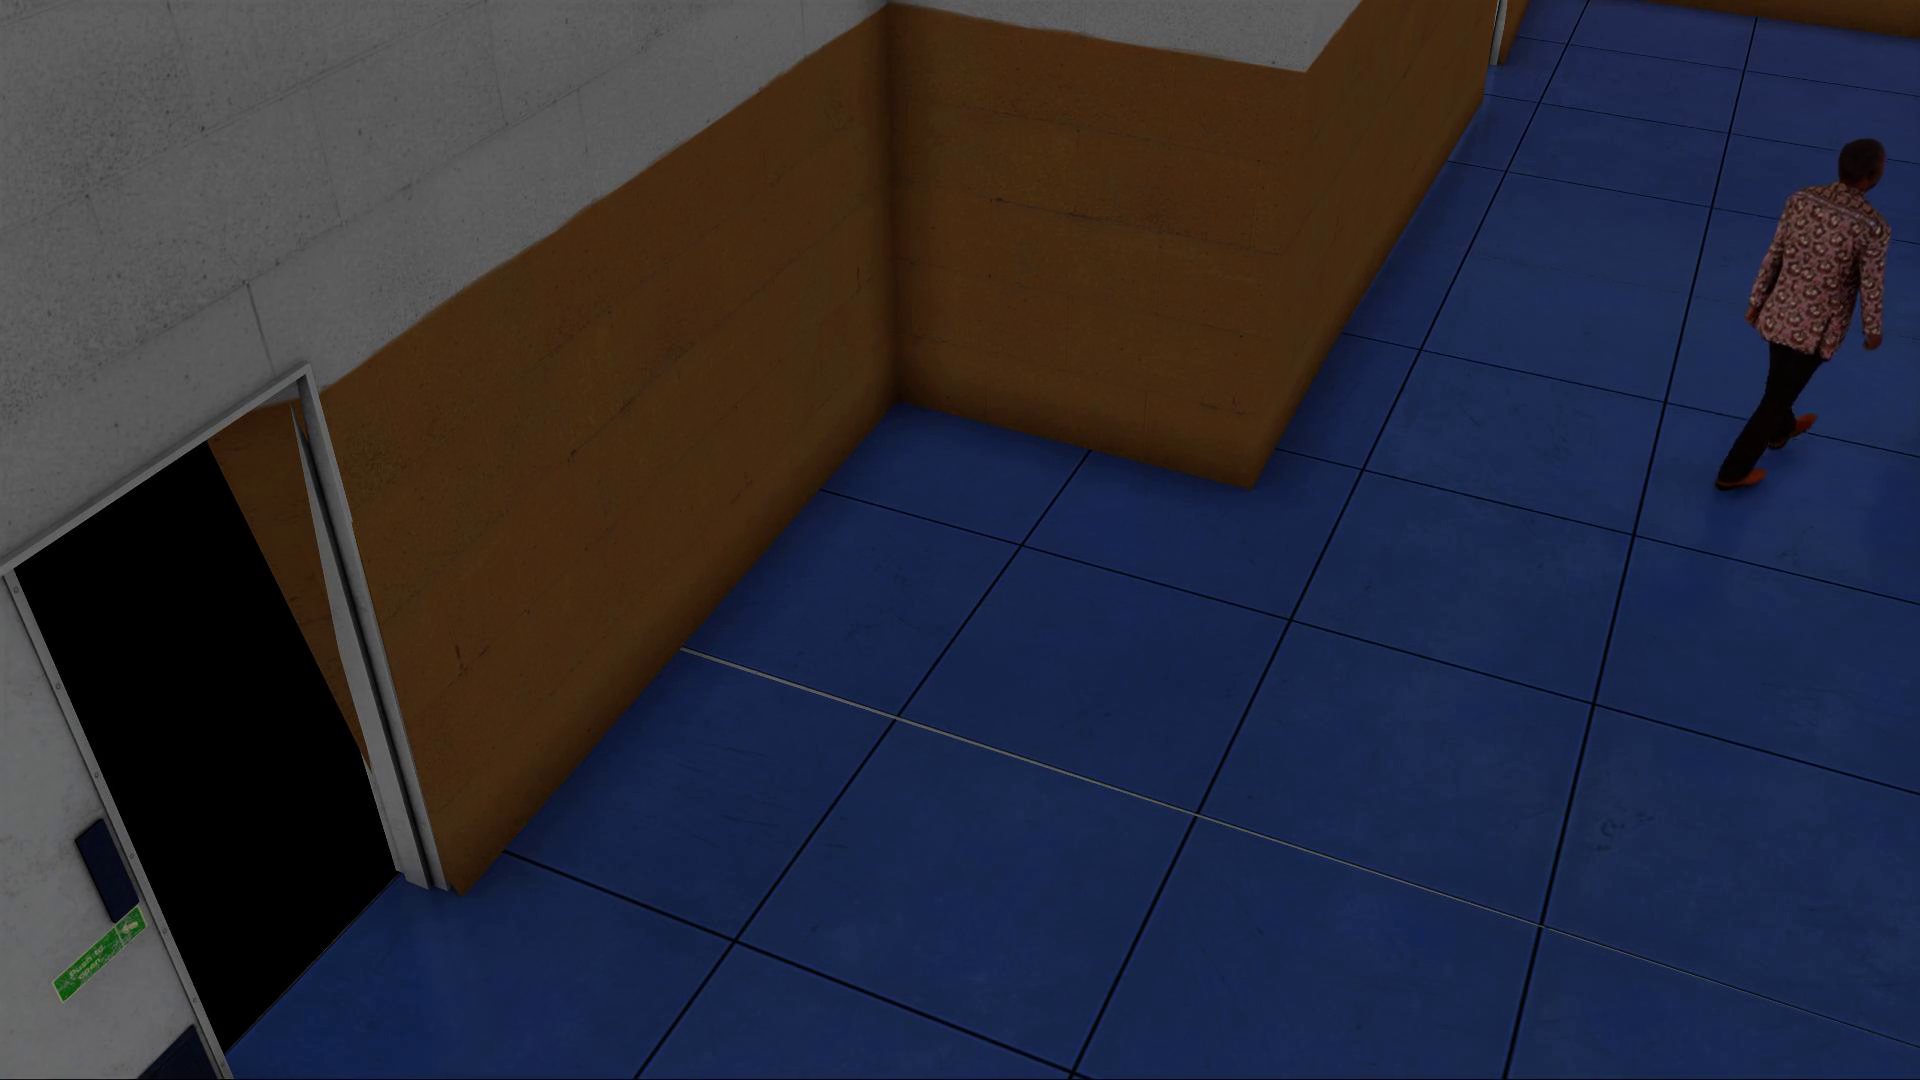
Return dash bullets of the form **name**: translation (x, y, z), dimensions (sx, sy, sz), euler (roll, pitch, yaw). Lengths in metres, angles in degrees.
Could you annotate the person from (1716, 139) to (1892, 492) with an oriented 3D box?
- **person**: translation (3.965, -1.011, 7.925), dimensions (1.134, 1.775, 1.103), euler (-14, 39, -18)
